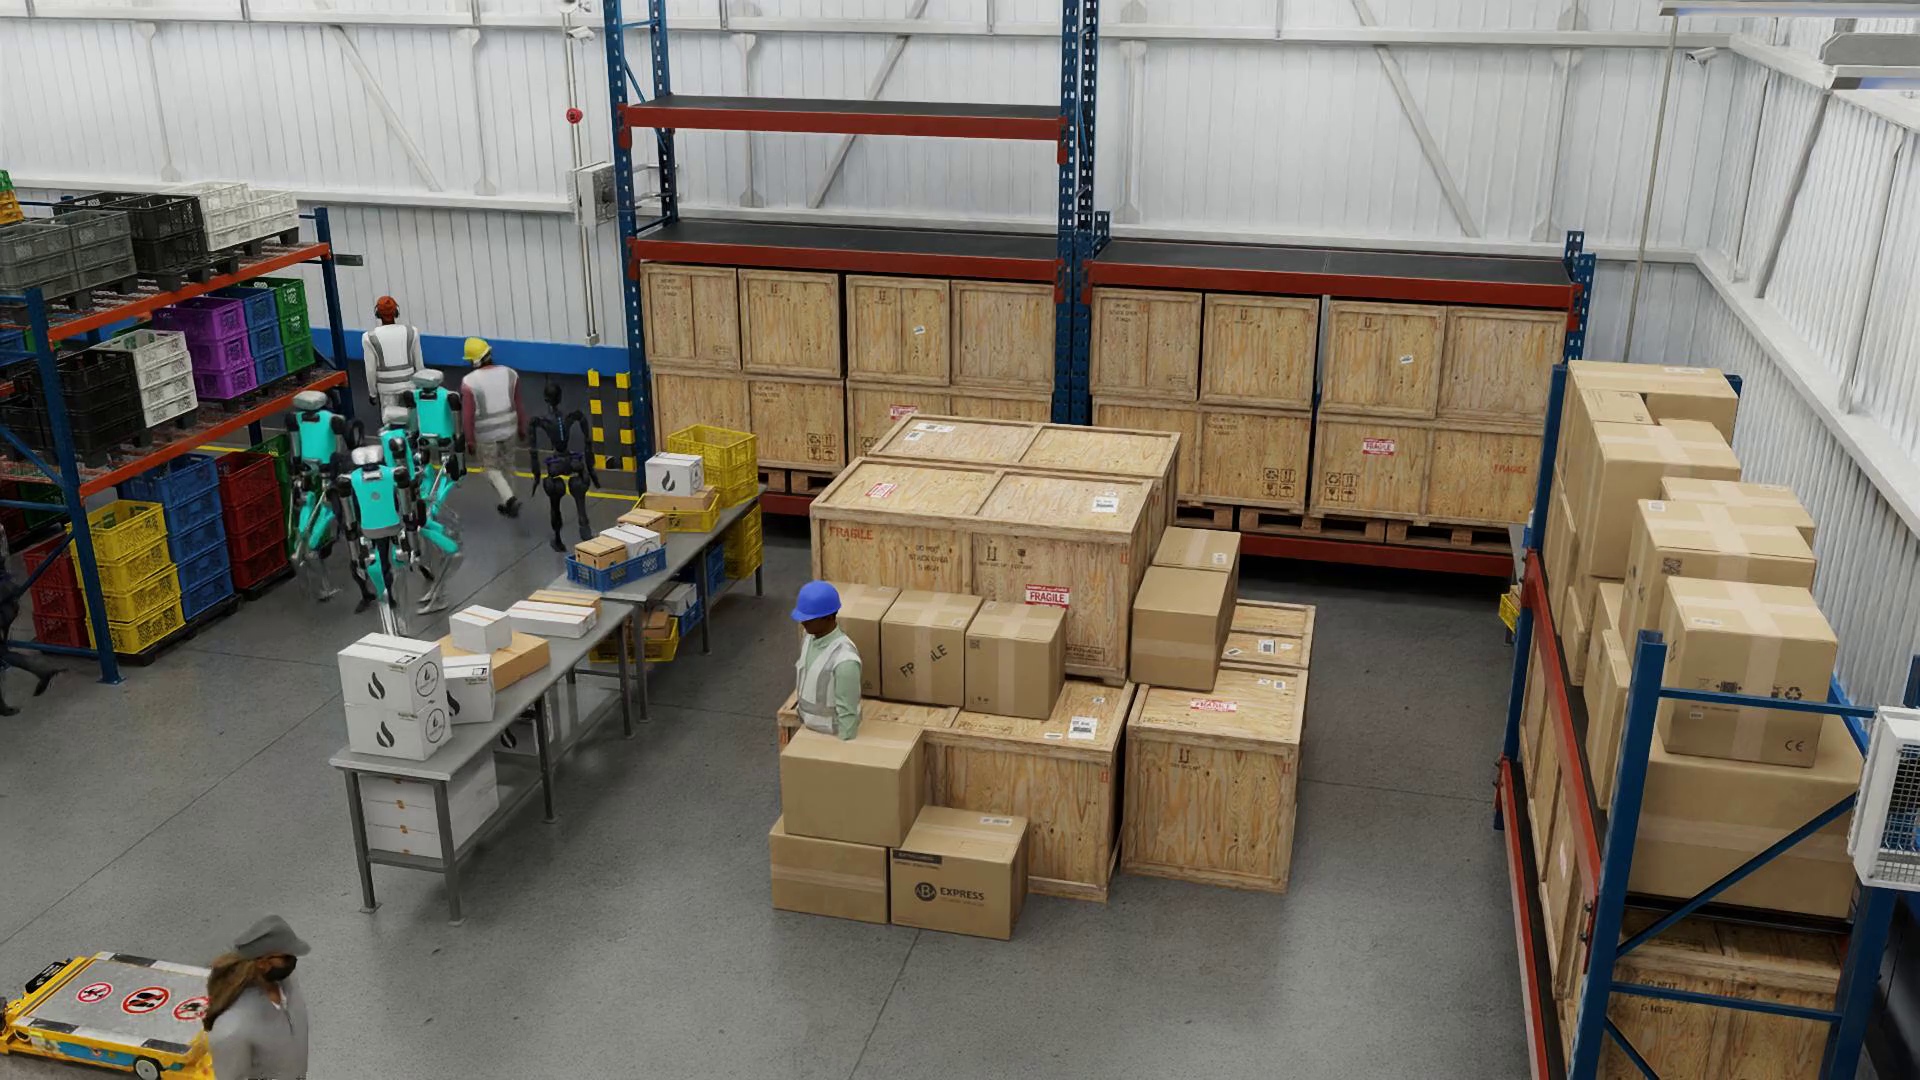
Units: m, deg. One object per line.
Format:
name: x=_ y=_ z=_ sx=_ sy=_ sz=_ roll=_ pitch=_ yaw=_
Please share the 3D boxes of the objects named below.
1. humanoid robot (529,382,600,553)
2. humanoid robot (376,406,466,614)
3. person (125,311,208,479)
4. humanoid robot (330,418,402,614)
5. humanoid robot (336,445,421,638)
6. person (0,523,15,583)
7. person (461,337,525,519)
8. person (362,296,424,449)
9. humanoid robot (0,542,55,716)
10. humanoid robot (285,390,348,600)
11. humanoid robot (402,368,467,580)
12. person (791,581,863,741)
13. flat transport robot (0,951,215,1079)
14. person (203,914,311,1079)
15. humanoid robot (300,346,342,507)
humanoid robot: x=-3.489 y=-0.586 z=14.689 sx=0.608 sy=1.615 sz=0.821 roll=-11 pitch=23 yaw=-26
humanoid robot: x=-4.334 y=-0.278 z=13.614 sx=0.691 sy=1.733 sz=0.545 roll=-10 pitch=23 yaw=-24
person: x=-7.591 y=-1.291 z=15.955 sx=0.623 sy=2.026 sz=0.425 roll=0 pitch=21 yaw=1
humanoid robot: x=-4.823 y=-0.191 z=13.568 sx=0.594 sy=1.653 sz=0.325 roll=2 pitch=21 yaw=4
humanoid robot: x=-4.485 y=0.045 z=12.926 sx=0.547 sy=1.768 sz=0.995 roll=-8 pitch=22 yaw=-19
person: x=-8.261 y=-0.409 z=13.914 sx=0.429 sy=1.841 sz=0.632 roll=-8 pitch=22 yaw=-20
person: x=-4.328 y=-1.007 z=15.539 sx=0.638 sy=1.798 sz=0.545 roll=-17 pitch=27 yaw=-38
person: x=-5.685 y=-1.532 z=16.793 sx=0.577 sy=1.882 sz=0.354 roll=-12 pitch=24 yaw=-29
humanoid robot: x=-6.888 y=0.460 z=11.876 sx=0.451 sy=1.640 sz=0.618 roll=0 pitch=21 yaw=0
humanoid robot: x=-5.388 y=-0.273 z=13.793 sx=0.534 sy=1.844 sz=0.773 roll=4 pitch=21 yaw=10
humanoid robot: x=-4.647 y=-0.534 z=14.409 sx=0.533 sy=1.773 sz=0.952 roll=3 pitch=21 yaw=9
person: x=-0.774 y=1.131 z=9.760 sx=0.411 sy=1.936 sz=0.602 roll=-10 pitch=23 yaw=-25
flat transport robot: x=-4.270 y=2.464 z=8.601 sx=1.431 sy=0.231 sz=0.659 roll=5 pitch=22 yaw=13
person: x=-2.851 y=2.331 z=6.883 sx=0.489 sy=1.731 sz=0.565 roll=1 pitch=21 yaw=2
humanoid robot: x=-6.021 y=-1.060 z=15.854 sx=0.560 sy=1.647 sz=0.584 roll=5 pitch=22 yaw=13
